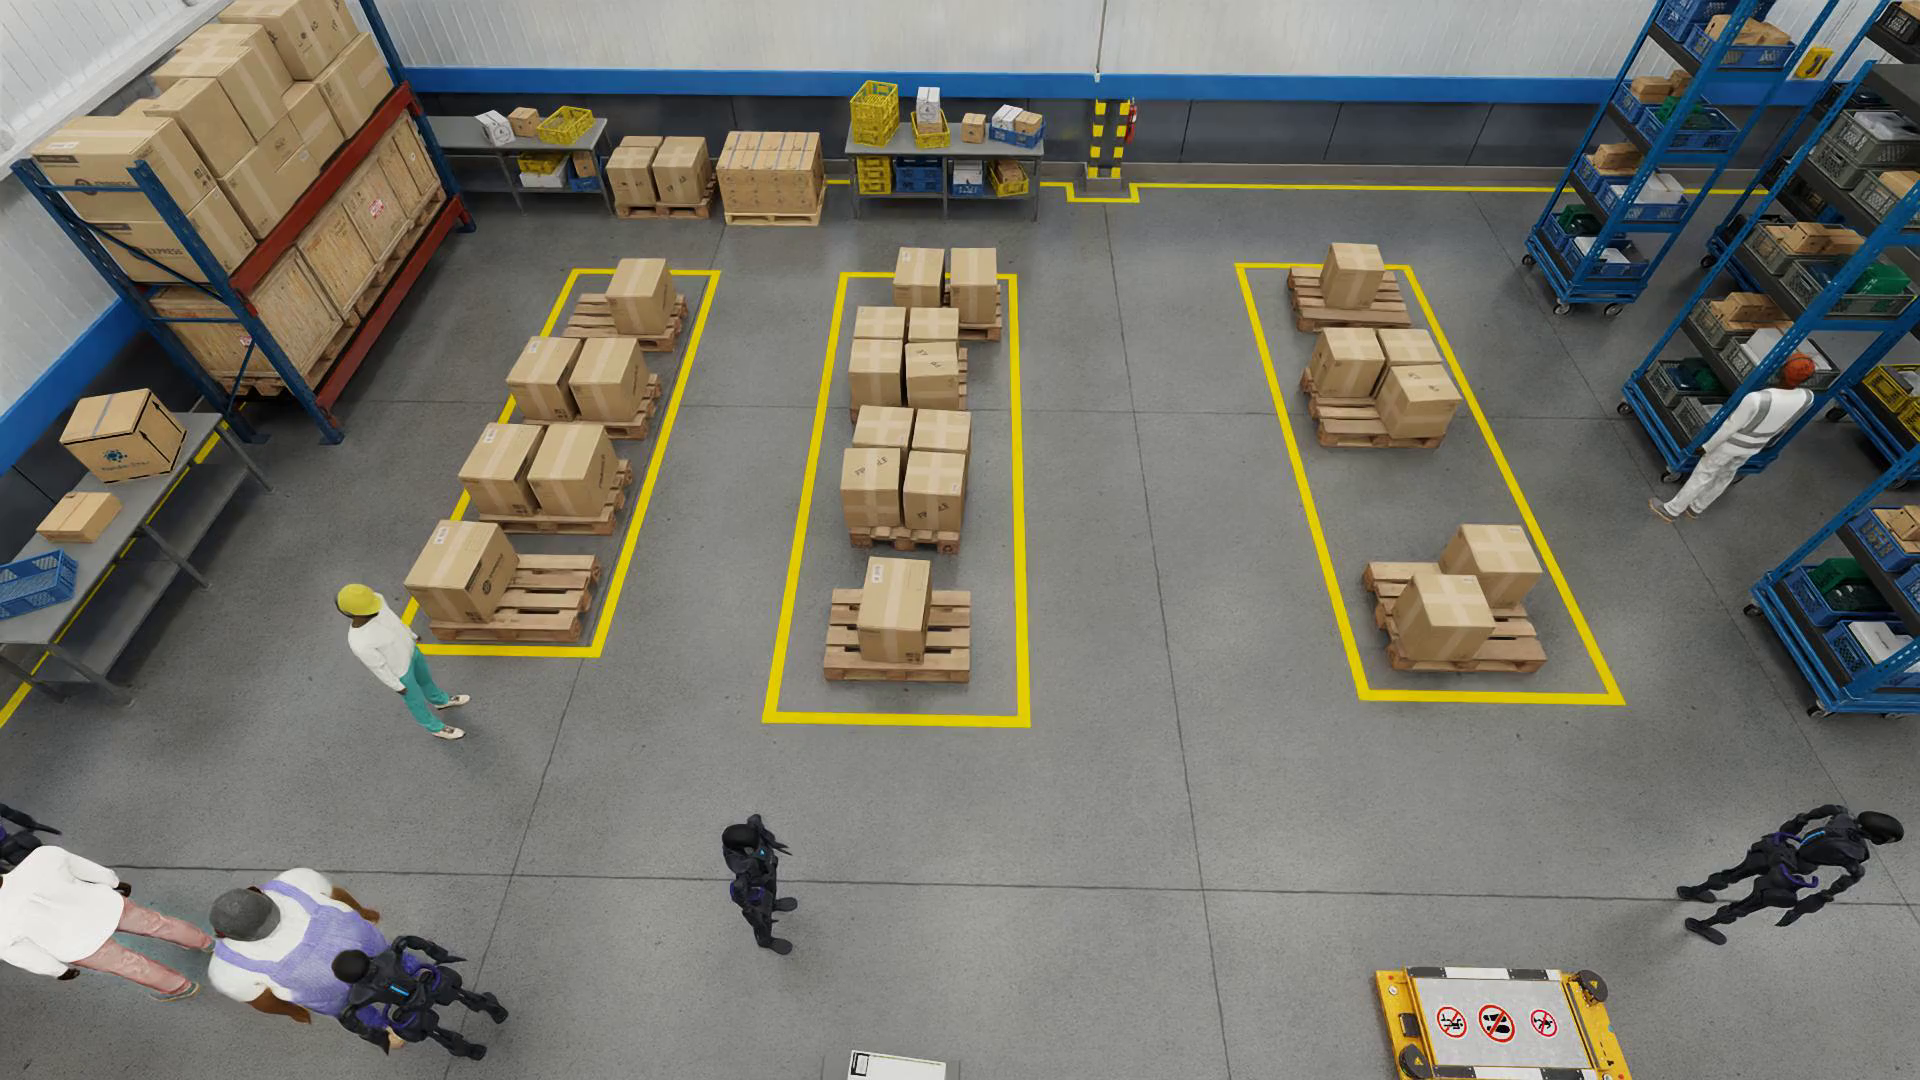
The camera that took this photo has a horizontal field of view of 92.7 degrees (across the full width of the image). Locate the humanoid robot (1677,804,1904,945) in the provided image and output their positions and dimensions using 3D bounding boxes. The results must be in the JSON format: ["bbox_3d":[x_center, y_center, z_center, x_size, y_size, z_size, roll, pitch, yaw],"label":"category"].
[{"bbox_3d":[5.269,2.108,5.850,0.320,1.657,0.611,14,52,11],"label":"humanoid robot"}]

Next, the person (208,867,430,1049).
[{"bbox_3d":[-3.663,2.451,5.346,0.536,2.000,0.686,13,52,10],"label":"person"}]

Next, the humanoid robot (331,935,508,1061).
[{"bbox_3d":[-3.181,2.693,5.373,0.326,1.656,0.588,18,53,14],"label":"humanoid robot"}]

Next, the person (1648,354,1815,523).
[{"bbox_3d":[6.883,-0.861,8.147,0.574,1.881,0.362,-4,51,-3],"label":"person"}]

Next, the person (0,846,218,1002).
[{"bbox_3d":[-5.249,2.308,5.492,0.376,1.995,0.607,2,51,2],"label":"person"}]

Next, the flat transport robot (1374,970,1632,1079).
[{"bbox_3d":[3.501,3.133,5.914,1.431,0.197,0.652,1,51,1],"label":"flat transport robot"}]

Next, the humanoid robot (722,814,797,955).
[{"bbox_3d":[-1.255,2.165,5.804,0.313,1.656,0.614,2,51,1],"label":"humanoid robot"}]

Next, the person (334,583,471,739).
[{"bbox_3d":[-4.120,0.885,6.804,0.337,1.757,0.526,-6,51,-5],"label":"person"}]

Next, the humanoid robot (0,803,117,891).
[{"bbox_3d":[-6.286,2.051,5.903,0.377,1.653,0.634,23,54,18],"label":"humanoid robot"}]
